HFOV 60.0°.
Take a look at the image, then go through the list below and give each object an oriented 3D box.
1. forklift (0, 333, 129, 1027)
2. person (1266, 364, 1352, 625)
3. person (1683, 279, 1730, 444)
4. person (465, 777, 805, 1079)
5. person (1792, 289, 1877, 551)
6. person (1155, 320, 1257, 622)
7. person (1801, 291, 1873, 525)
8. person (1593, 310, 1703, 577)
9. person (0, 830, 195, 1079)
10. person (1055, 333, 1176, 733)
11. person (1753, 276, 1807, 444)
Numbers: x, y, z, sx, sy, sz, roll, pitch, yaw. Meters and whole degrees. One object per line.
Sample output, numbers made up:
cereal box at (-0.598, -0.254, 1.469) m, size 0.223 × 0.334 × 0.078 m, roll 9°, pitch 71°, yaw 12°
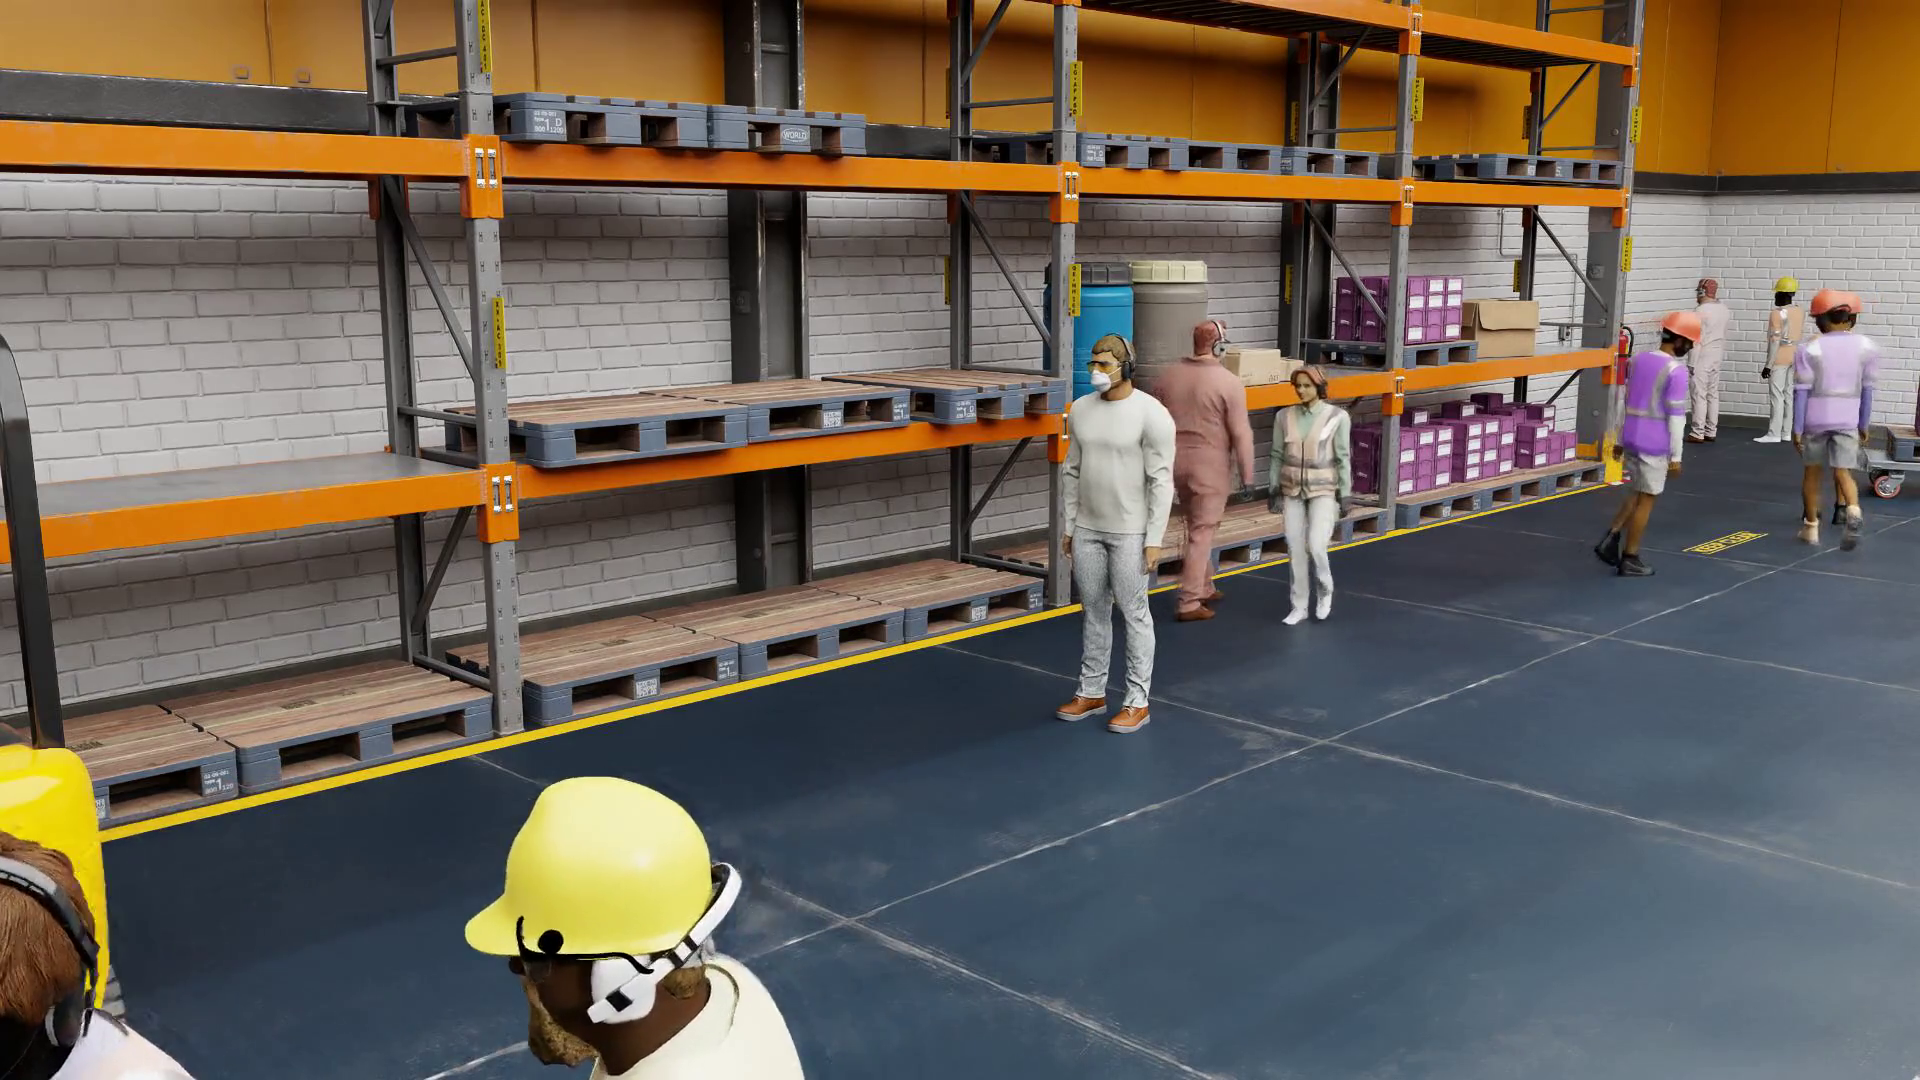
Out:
forklift at (-3.289, 0.485, 4.582) m, size 1.214 × 2.155 × 2.313 m, roll -10°, pitch 14°, yaw -44°
person at (2.134, -0.269, 10.241) m, size 0.536 × 1.624 × 0.375 m, roll 8°, pitch 13°, yaw 37°
person at (8.619, -2.075, 19.328) m, size 0.651 × 1.906 × 0.401 m, roll -8°, pitch 13°, yaw -36°
person at (-0.418, 1.146, 2.101) m, size 0.940 × 1.778 × 0.611 m, roll 0°, pitch 10°, yaw 1°
person at (6.654, -0.900, 12.662) m, size 0.628 × 2.005 × 0.893 m, roll 2°, pitch 11°, yaw 9°
person at (1.608, -0.442, 10.500) m, size 0.812 × 1.877 × 0.677 m, roll -9°, pitch 14°, yaw -42°
person at (7.326, -1.097, 13.897) m, size 0.349 × 1.942 × 0.545 m, roll -9°, pitch 13°, yaw -39°
person at (4.851, -0.659, 11.636) m, size 0.470 × 1.892 × 0.633 m, roll -3°, pitch 11°, yaw -15°
person at (-1.012, 1.171, 1.892) m, size 0.643 × 1.810 × 0.506 m, roll 6°, pitch 12°, yaw 31°
person at (0.745, -0.037, 8.122) m, size 0.633 × 1.939 × 0.368 m, roll 9°, pitch 14°, yaw 42°
person at (9.523, -2.080, 19.290) m, size 0.588 × 1.930 × 0.364 m, roll -7°, pitch 12°, yaw -33°
